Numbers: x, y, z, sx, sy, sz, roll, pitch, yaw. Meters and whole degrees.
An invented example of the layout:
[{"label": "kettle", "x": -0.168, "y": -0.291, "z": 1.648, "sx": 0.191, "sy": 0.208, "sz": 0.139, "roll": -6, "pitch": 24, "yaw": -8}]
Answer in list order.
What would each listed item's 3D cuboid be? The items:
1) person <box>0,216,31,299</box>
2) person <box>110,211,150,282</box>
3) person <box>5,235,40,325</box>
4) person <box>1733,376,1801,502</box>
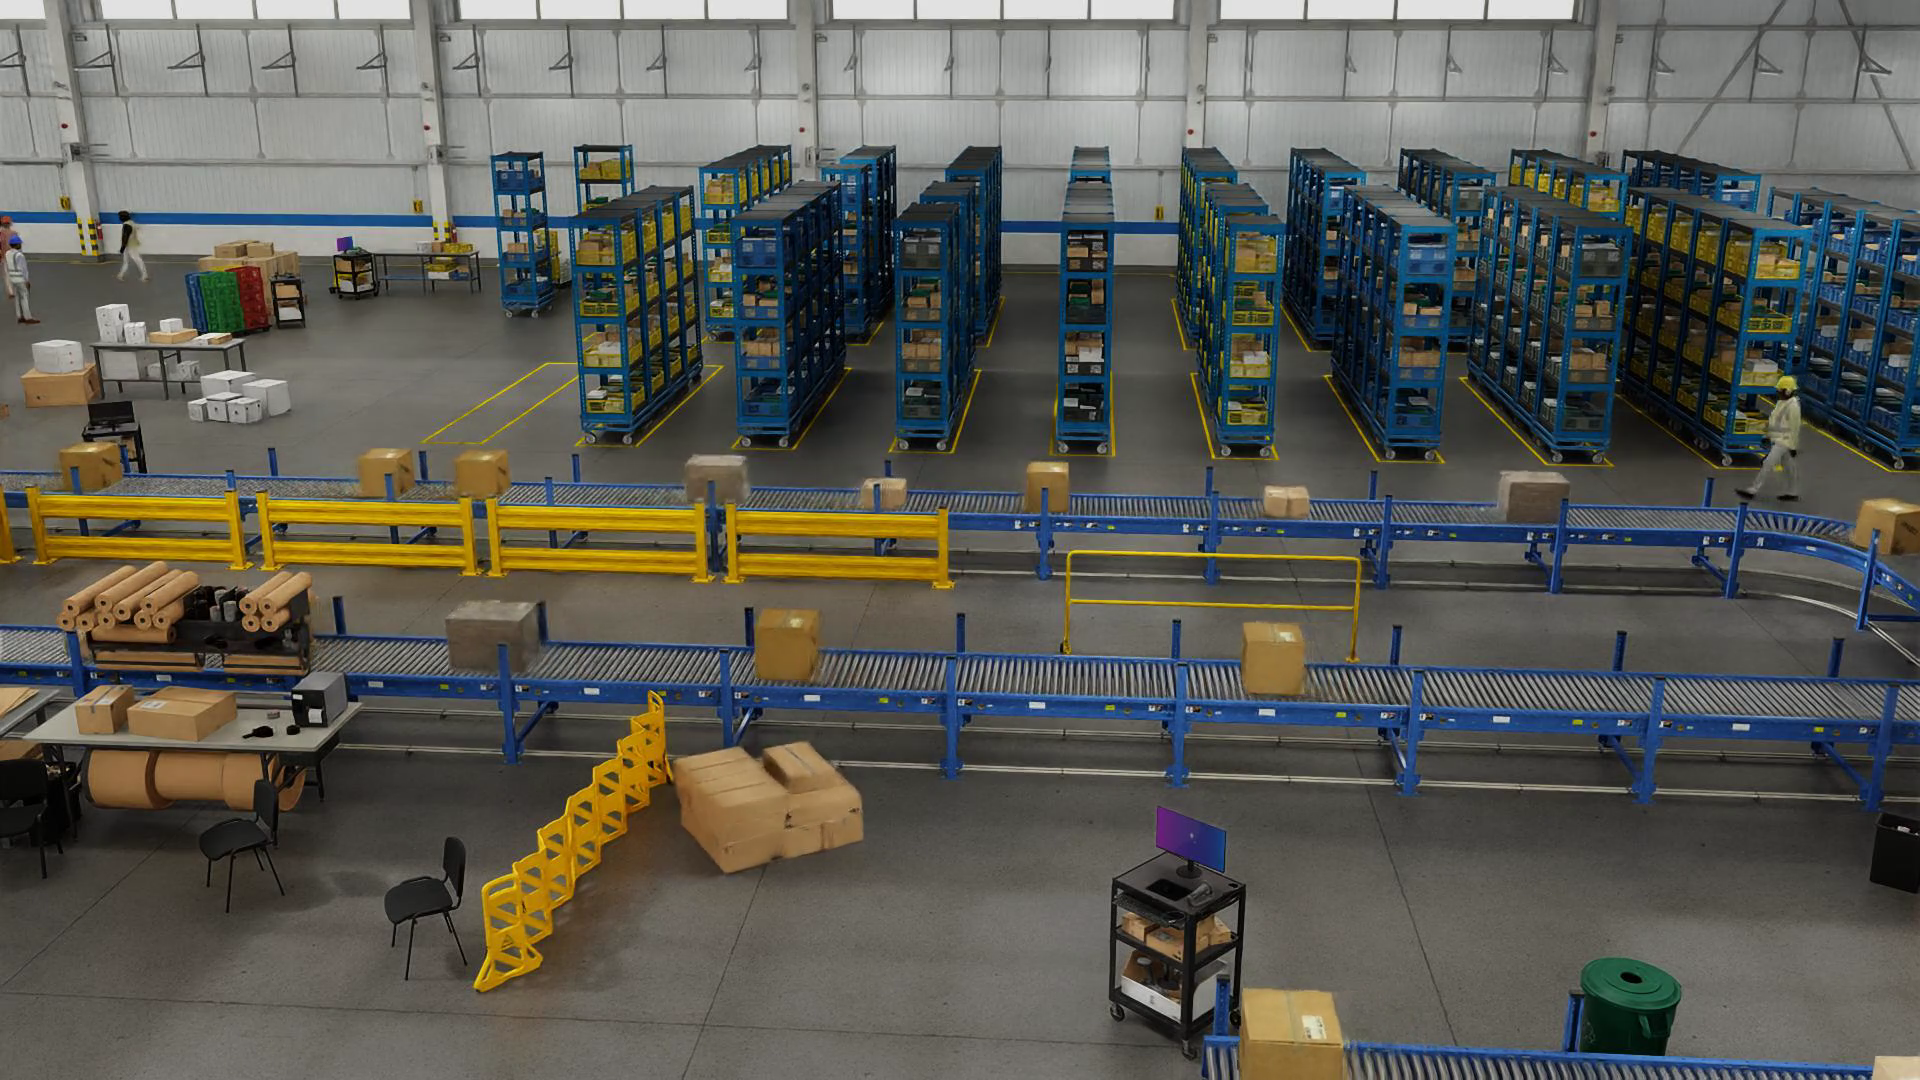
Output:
[{"label": "person", "x": -22.788, "y": -6.802, "z": 39.956, "sx": 0.631, "sy": 1.937, "sz": 1.024, "roll": -4, "pitch": 18, "yaw": -11}, {"label": "person", "x": -21.174, "y": -7.436, "z": 42.234, "sx": 0.969, "sy": 1.787, "sz": 0.626, "roll": -7, "pitch": 19, "yaw": -22}, {"label": "person", "x": -20.602, "y": -5.701, "z": 36.461, "sx": 0.615, "sy": 1.946, "sz": 0.391, "roll": 11, "pitch": 20, "yaw": 30}, {"label": "person", "x": 11.307, "y": -1.397, "z": 23.060, "sx": 0.925, "sy": 1.783, "sz": 0.590, "roll": 4, "pitch": 18, "yaw": 14}]
